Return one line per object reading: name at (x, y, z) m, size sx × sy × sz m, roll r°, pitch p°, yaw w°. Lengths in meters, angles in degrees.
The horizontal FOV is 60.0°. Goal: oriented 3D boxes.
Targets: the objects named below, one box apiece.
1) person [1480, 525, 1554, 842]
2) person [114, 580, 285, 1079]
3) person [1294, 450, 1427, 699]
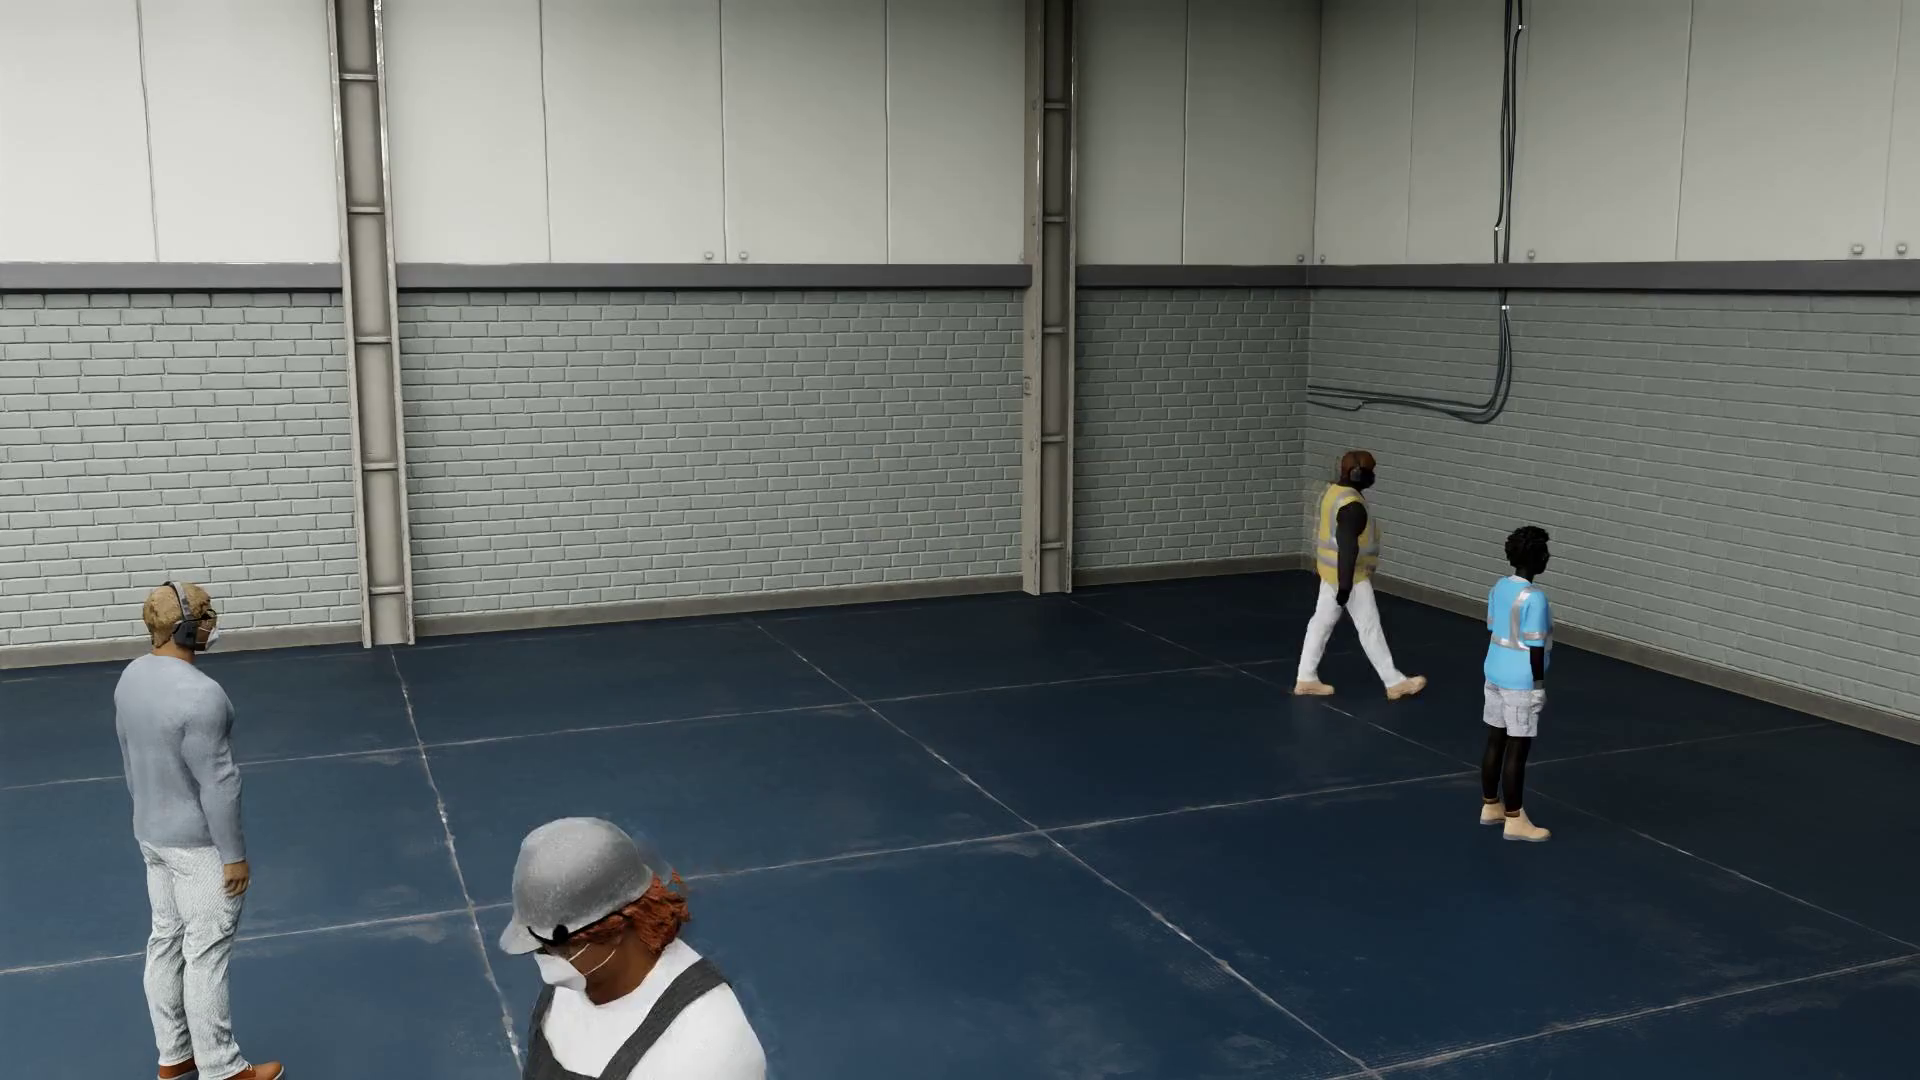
person at (3.016, 0.763, 8.997) m, size 0.322 × 1.697 × 0.534 m, roll -1°, pitch 9°, yaw -6°
person at (-2.823, 1.102, 6.118) m, size 0.631 × 1.940 × 0.372 m, roll 7°, pitch 11°, yaw 36°
person at (2.859, 0.249, 11.903) m, size 0.940 × 1.791 × 0.640 m, roll 0°, pitch 9°, yaw -1°
